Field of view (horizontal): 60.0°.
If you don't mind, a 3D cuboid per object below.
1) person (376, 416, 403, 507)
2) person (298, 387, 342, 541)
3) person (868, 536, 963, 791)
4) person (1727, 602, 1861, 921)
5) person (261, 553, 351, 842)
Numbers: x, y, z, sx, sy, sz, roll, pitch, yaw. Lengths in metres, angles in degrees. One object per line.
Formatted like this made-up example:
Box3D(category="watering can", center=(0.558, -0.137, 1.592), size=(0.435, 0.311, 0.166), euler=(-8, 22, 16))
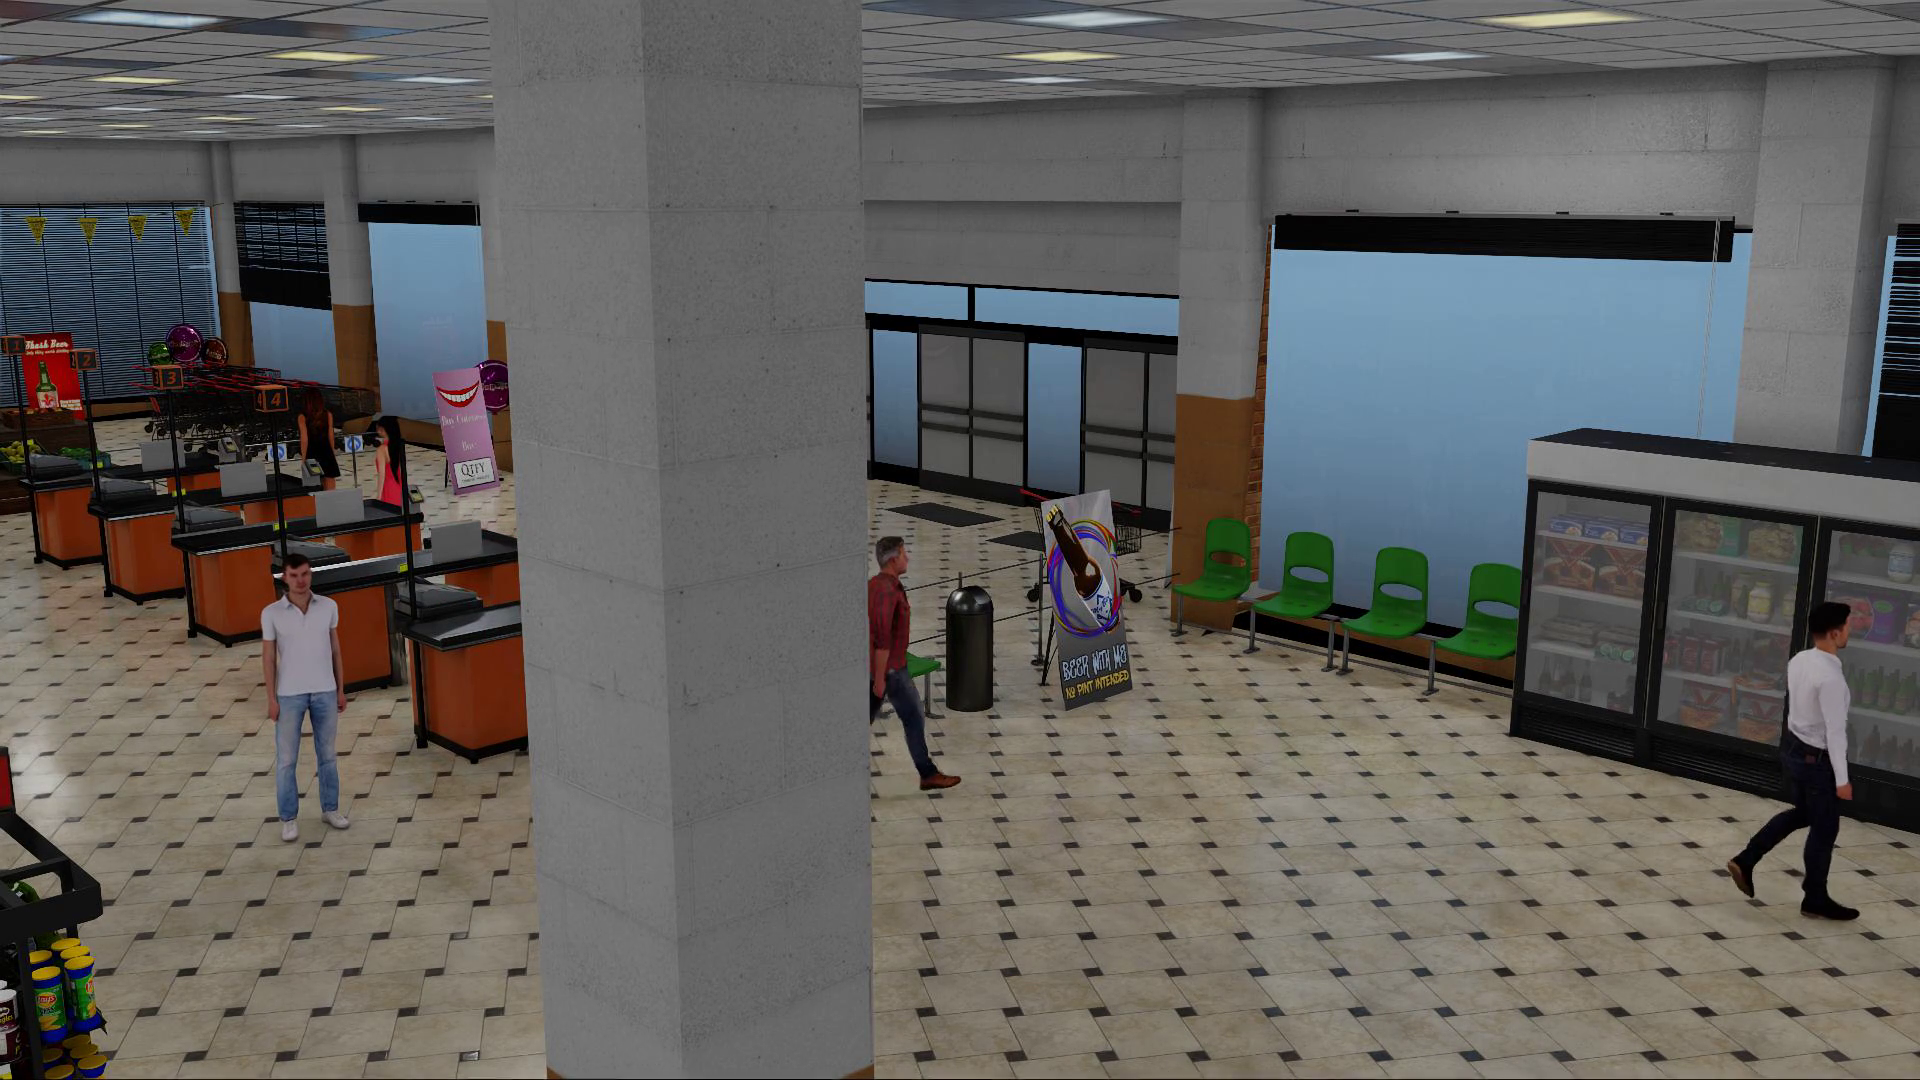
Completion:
Box3D(category="person", center=(-6.189, -0.508, 18.160), size=(0.763, 1.733, 0.651), euler=(4, 13, 19))
Box3D(category="person", center=(-7.646, -0.917, 19.856), size=(0.482, 1.834, 0.660), euler=(-10, 15, -39))
Box3D(category="person", center=(-0.611, 0.890, 11.402), size=(1.333, 1.782, 1.158), euler=(-2, 12, -10))
Box3D(category="person", center=(4.780, 1.261, 9.470), size=(1.038, 1.851, 0.998), euler=(1, 12, 3))
Box3D(category="person", center=(-4.238, 0.988, 10.769), size=(0.538, 1.850, 0.737), euler=(-9, 15, -35))
